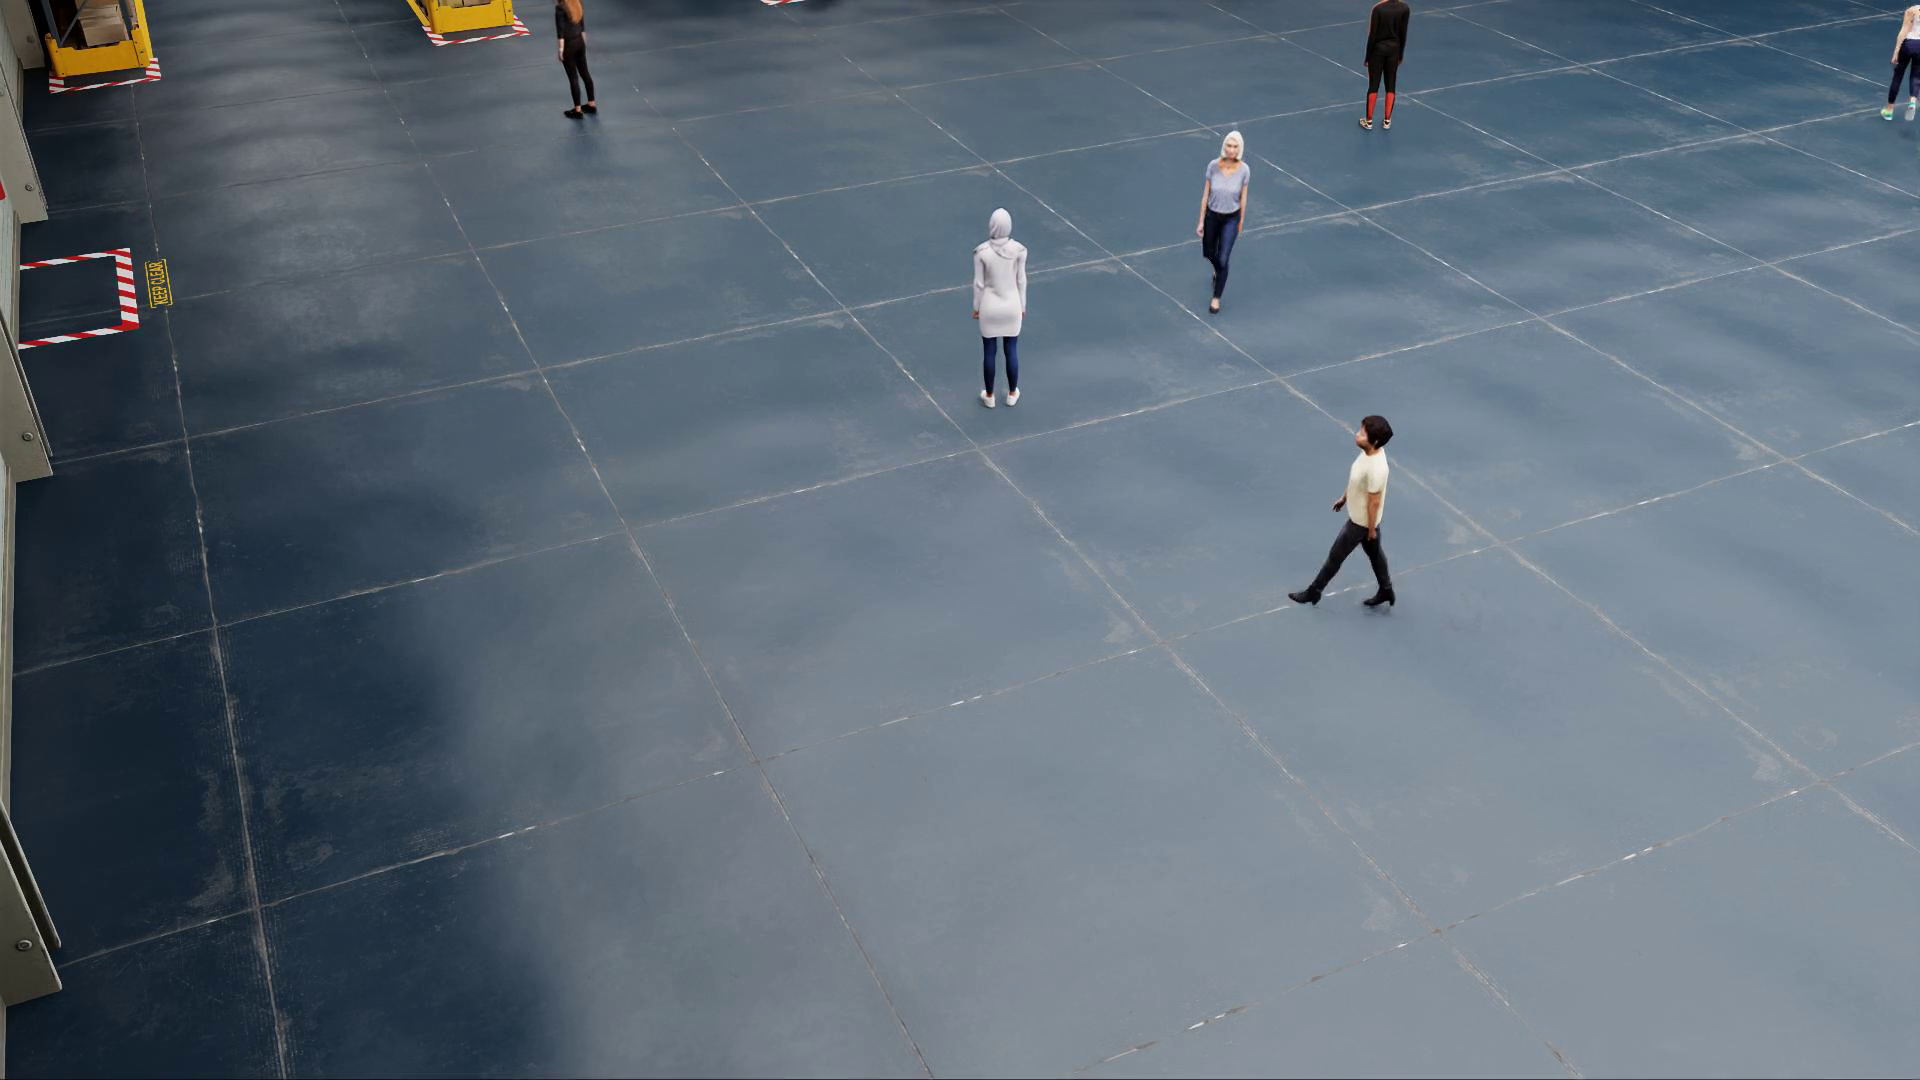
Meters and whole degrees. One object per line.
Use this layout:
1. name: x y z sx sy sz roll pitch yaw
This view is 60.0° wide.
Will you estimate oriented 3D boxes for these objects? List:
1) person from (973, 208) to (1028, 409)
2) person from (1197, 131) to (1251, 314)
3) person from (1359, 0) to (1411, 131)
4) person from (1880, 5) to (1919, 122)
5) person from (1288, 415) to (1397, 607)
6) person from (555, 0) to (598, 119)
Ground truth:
1. person: 0.340 -1.957 14.118 0.682 1.775 0.655 -2 33 -3
2. person: 2.509 -3.095 15.935 1.007 1.701 1.072 10 34 15
3. person: 5.149 -5.894 20.139 0.692 1.810 0.670 -1 33 -1
4. person: 11.637 -5.899 20.260 0.922 1.686 1.024 7 34 11
5. person: 2.874 -0.151 11.549 1.010 1.548 1.000 7 34 11
6. person: -4.770 -6.101 20.548 0.702 1.711 0.676 18 37 25
